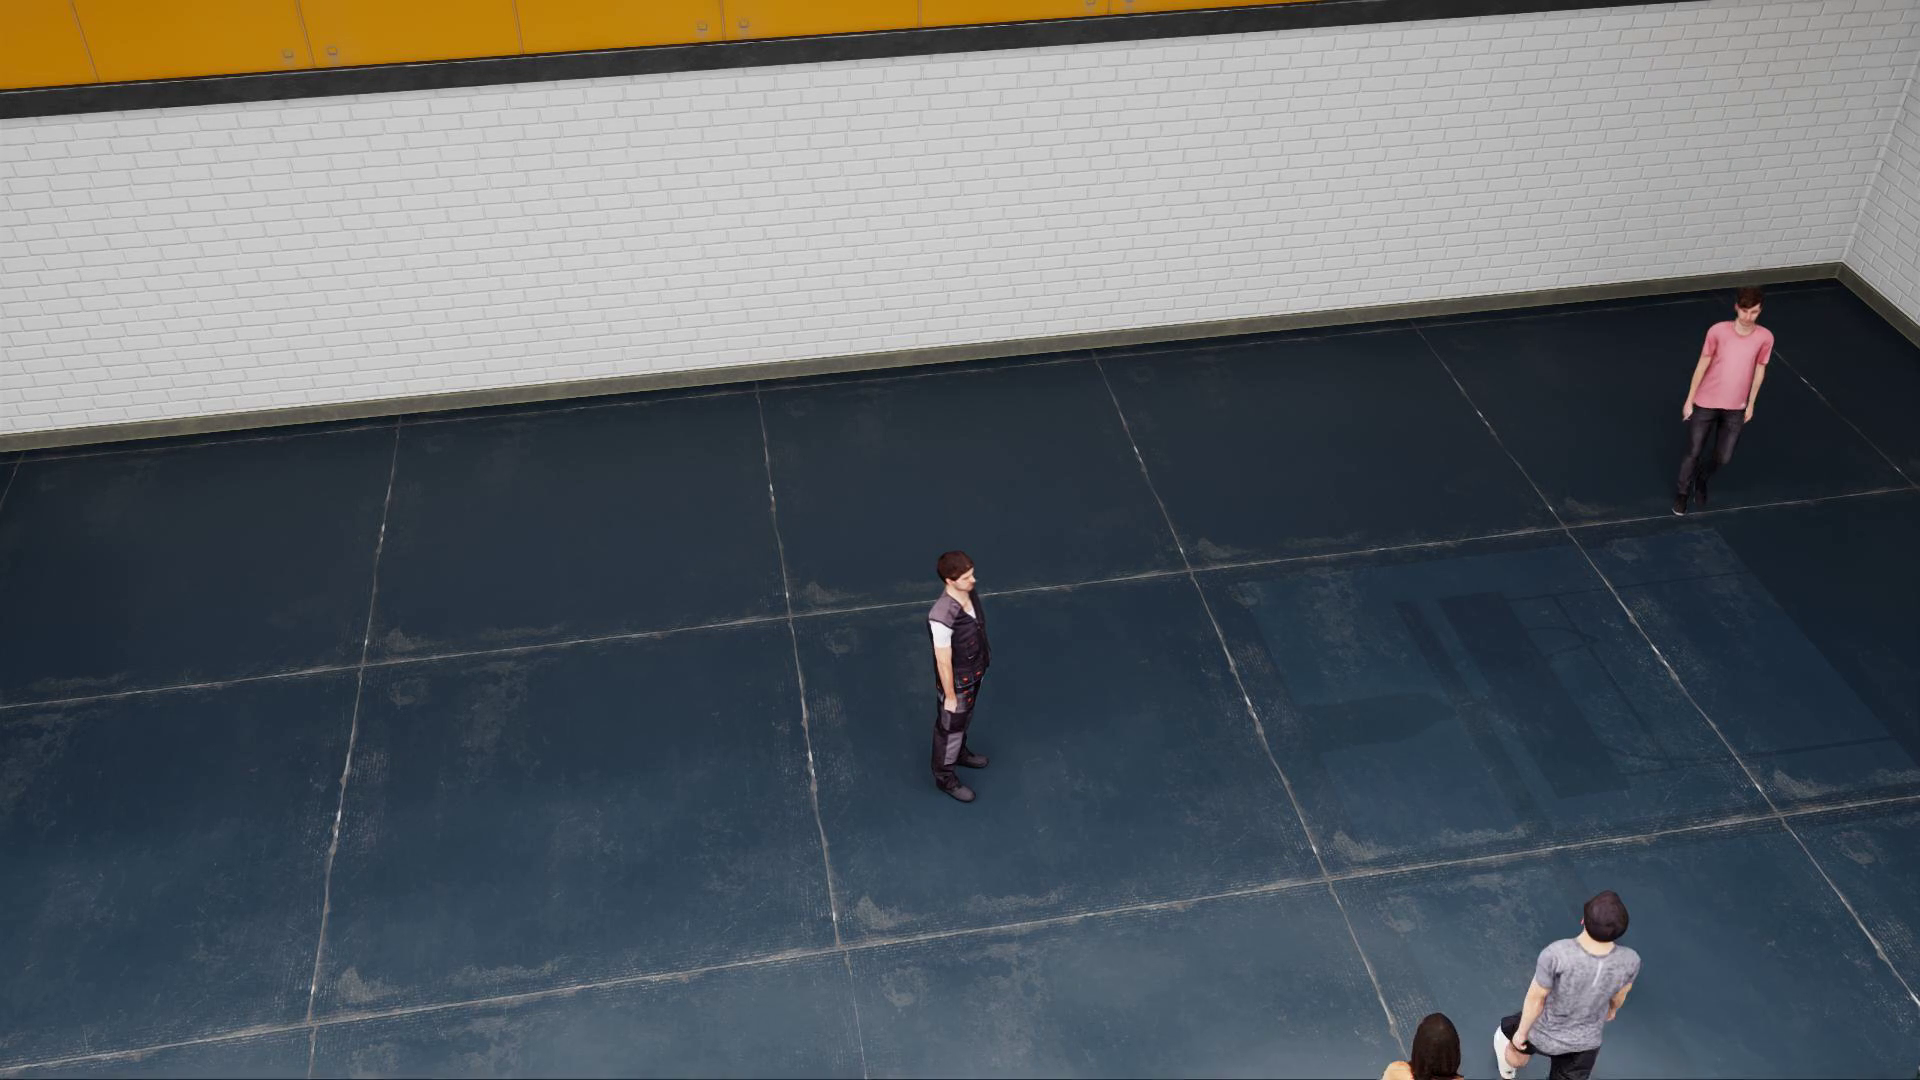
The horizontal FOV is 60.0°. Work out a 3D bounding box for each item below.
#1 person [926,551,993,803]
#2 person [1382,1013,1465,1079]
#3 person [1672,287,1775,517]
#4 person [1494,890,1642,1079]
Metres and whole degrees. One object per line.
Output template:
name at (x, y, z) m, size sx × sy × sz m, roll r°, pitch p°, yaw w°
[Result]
person at (-0.023, 0.807, 10.245) m, size 0.801 × 1.849 × 0.680 m, roll 12°, pitch 40°, yaw 14°
person at (2.113, 2.867, 7.856) m, size 0.808 × 1.611 × 1.071 m, roll 6°, pitch 39°, yaw 8°
person at (5.721, -1.078, 12.527) m, size 0.782 × 1.946 × 0.816 m, roll 11°, pitch 40°, yaw 14°
person at (2.985, 2.482, 8.162) m, size 0.896 × 1.831 × 1.252 m, roll 3°, pitch 39°, yaw 4°
